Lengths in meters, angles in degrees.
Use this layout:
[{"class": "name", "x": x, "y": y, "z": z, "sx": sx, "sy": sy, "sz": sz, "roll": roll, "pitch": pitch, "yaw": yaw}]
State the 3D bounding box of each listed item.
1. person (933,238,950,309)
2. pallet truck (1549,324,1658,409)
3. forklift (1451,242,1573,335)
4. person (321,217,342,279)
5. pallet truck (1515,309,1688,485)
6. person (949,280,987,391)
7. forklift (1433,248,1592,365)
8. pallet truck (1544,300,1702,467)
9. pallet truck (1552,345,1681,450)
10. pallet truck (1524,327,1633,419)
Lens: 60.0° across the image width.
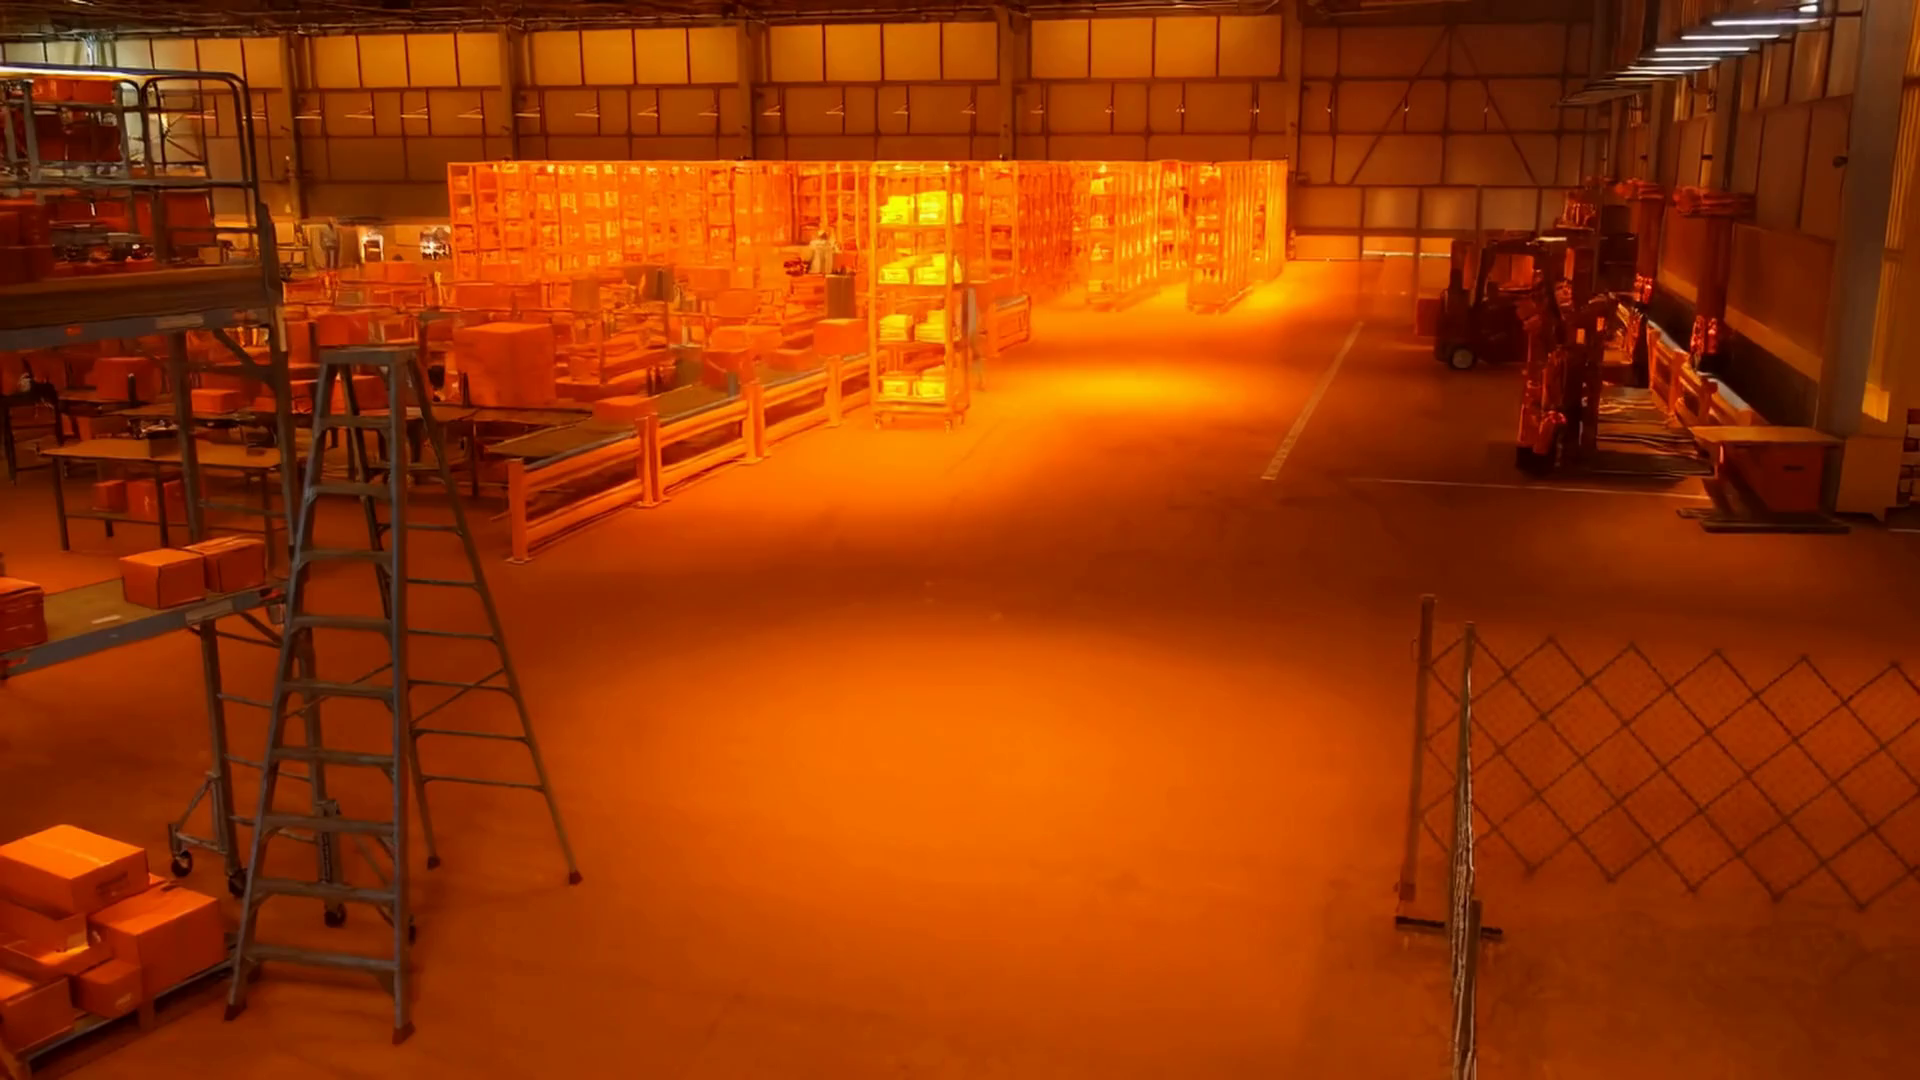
[{"class": "person", "x": -0.507, "y": -6.301, "z": 39.824, "sx": 0.656, "sy": 1.806, "sz": 0.613, "roll": 6, "pitch": 14, "yaw": 24}, {"class": "pallet truck", "x": 9.824, "y": -2.669, "z": 25.407, "sx": 1.601, "sy": 1.201, "sz": 0.680, "roll": 4, "pitch": 14, "yaw": 16}, {"class": "forklift", "x": 10.464, "y": -4.597, "z": 31.405, "sx": 2.680, "sy": 1.987, "sz": 1.157, "roll": 4, "pitch": 14, "yaw": 16}, {"class": "person", "x": -19.239, "y": -8.911, "z": 50.893, "sx": 0.629, "sy": 1.918, "sz": 0.953, "roll": -9, "pitch": 16, "yaw": -35}, {"class": "pallet truck", "x": 7.554, "y": -1.677, "z": 19.446, "sx": 1.885, "sy": 1.965, "sz": 0.823, "roll": 3, "pitch": 13, "yaw": 14}, {"class": "person", "x": 0.088, "y": -3.414, "z": 26.990, "sx": 0.650, "sy": 1.982, "sz": 1.016, "roll": -10, "pitch": 16, "yaw": -37}, {"class": "forklift", "x": 9.780, "y": -4.111, "z": 29.280, "sx": 2.680, "sy": 1.987, "sz": 1.157, "roll": 3, "pitch": 13, "yaw": 14}, {"class": "pallet truck", "x": 8.263, "y": -1.952, "z": 20.631, "sx": 1.885, "sy": 1.965, "sz": 0.823, "roll": 5, "pitch": 14, "yaw": 20}, {"class": "pallet truck", "x": 8.641, "y": -1.896, "z": 21.908, "sx": 1.630, "sy": 1.274, "sz": 0.653, "roll": 4, "pitch": 14, "yaw": 16}, {"class": "pallet truck", "x": 9.065, "y": -2.460, "z": 24.370, "sx": 1.522, "sy": 1.261, "sz": 0.704, "roll": 3, "pitch": 13, "yaw": 14}]
